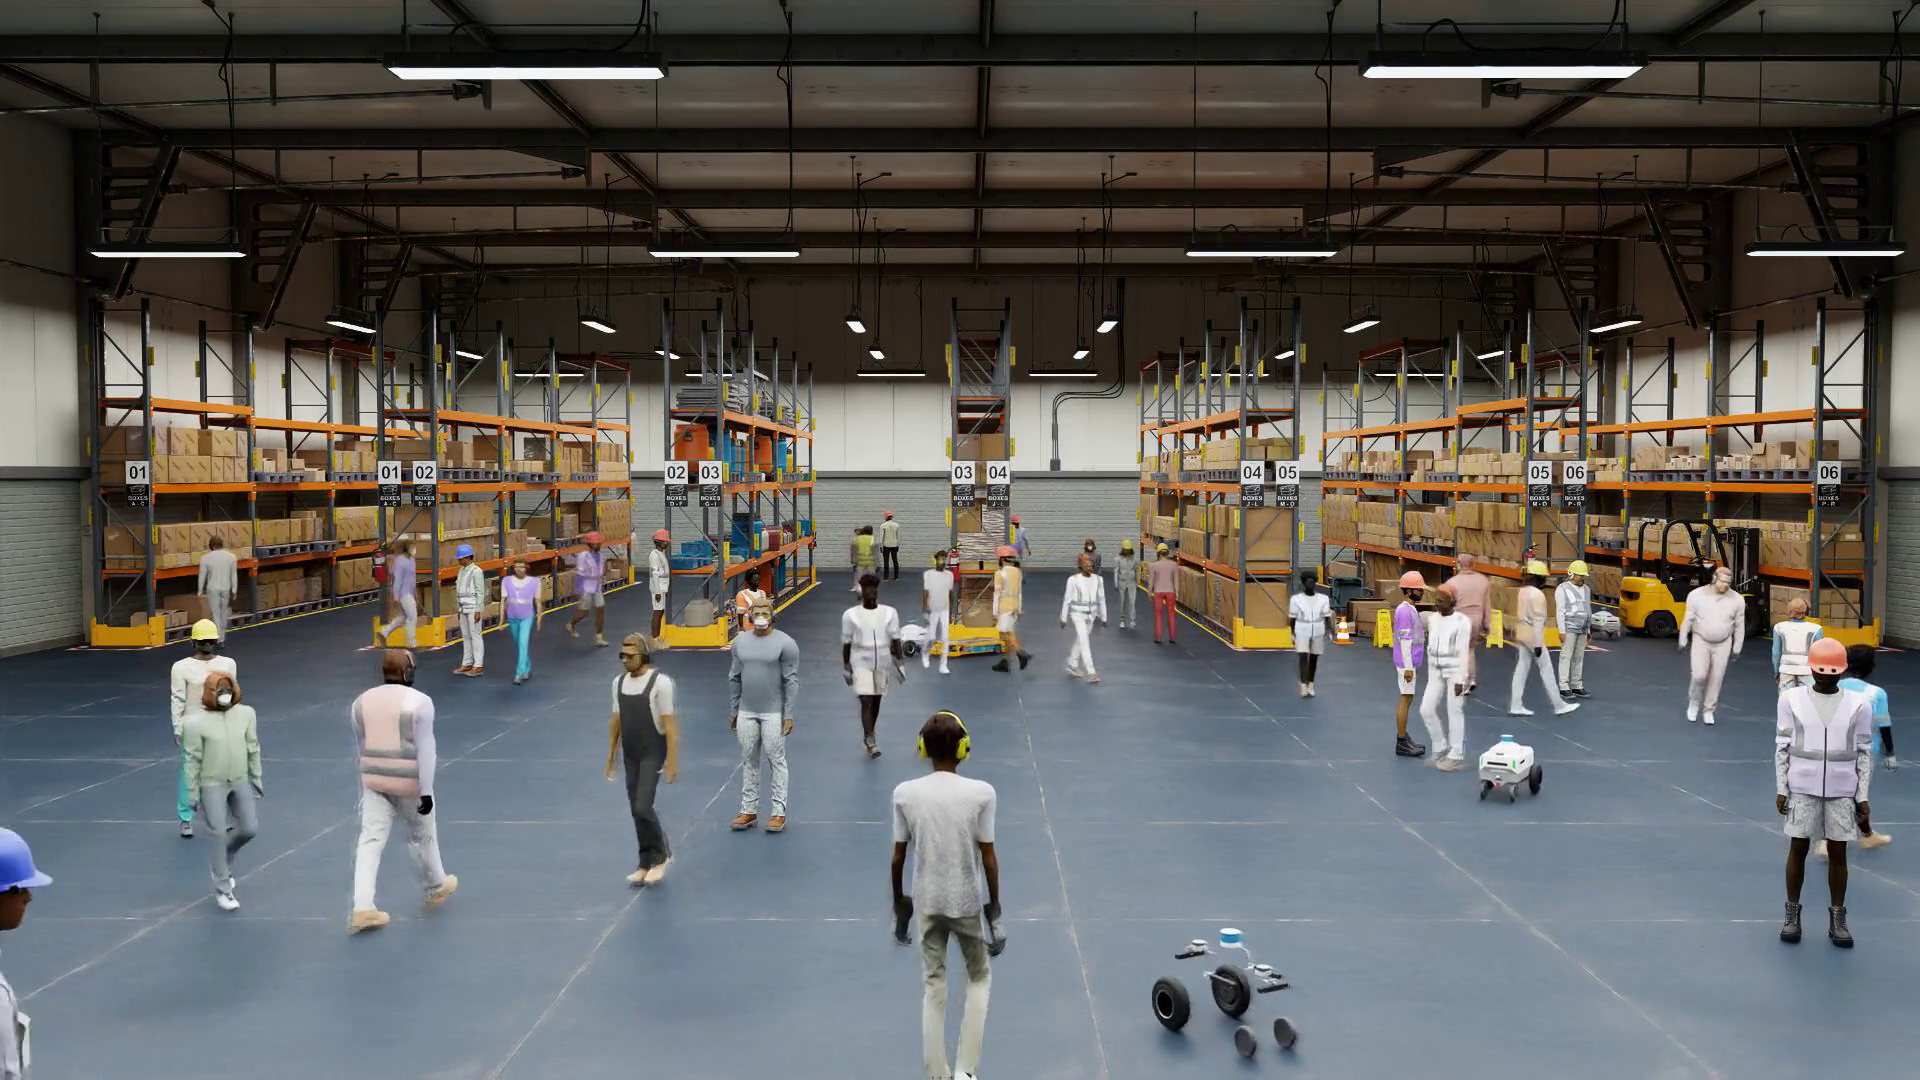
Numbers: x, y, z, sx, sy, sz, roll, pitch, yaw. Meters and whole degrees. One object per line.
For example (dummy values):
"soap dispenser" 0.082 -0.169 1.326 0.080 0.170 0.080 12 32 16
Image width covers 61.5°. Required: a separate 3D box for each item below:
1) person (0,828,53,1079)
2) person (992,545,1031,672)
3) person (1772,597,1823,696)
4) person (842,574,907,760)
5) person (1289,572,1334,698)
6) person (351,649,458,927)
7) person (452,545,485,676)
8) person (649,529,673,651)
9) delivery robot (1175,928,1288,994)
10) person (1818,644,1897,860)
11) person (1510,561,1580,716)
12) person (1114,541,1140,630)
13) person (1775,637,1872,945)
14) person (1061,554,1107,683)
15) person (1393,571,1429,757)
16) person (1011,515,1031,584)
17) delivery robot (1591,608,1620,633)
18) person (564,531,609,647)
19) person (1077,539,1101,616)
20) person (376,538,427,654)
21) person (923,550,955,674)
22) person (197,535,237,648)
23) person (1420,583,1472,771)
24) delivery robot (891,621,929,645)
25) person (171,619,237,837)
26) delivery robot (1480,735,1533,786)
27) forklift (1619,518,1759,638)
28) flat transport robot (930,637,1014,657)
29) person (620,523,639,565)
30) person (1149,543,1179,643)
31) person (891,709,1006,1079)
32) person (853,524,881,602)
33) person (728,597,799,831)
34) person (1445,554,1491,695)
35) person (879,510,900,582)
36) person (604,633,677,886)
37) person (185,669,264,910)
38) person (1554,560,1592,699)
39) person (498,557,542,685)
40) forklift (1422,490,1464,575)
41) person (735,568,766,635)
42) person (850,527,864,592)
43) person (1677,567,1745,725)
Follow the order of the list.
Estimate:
"person" -2.818 1.799 4.769 0.942 1.900 0.640 -2 3 -39
"person" 0.767 1.030 24.123 0.714 1.916 0.551 2 3 42
"person" 8.934 1.435 17.205 0.512 1.642 0.312 2 3 42
"person" -0.904 1.313 16.921 0.630 1.914 0.994 -1 2 -19
"person" 4.641 1.261 21.294 0.547 1.655 0.828 0 2 -1
"person" -3.734 1.625 10.757 0.626 1.788 0.994 1 2 13
"person" -7.227 1.030 23.761 0.605 1.934 0.418 2 3 45
"person" -5.053 0.838 27.264 0.369 2.045 0.608 0 2 -1
"delivery robot" 1.418 2.164 8.483 0.335 0.223 0.698 -1 3 -31
"person" 6.900 1.622 12.424 0.887 1.646 0.548 -1 2 -20
"person" 7.117 1.211 19.731 0.843 1.890 0.600 0 2 -7
"person" 3.201 0.864 30.982 0.500 1.690 0.943 0 2 -1
"person" 5.449 1.573 10.196 0.543 1.928 0.370 1 2 22
"person" 1.786 1.105 23.335 0.635 1.833 1.025 -1 3 -27
"person" 4.770 1.294 17.084 0.358 1.937 0.548 1 2 18
"person" 1.558 0.255 44.118 0.645 1.878 1.004 -1 2 -20
"delivery robot" 11.643 1.469 29.208 0.477 0.478 0.707 0 2 -2
"person" -6.470 0.834 27.965 0.890 2.006 0.632 2 3 34
"person" 2.707 0.782 33.742 0.507 1.631 0.266 0 2 -5
"person" -9.276 0.922 26.779 0.778 1.914 0.629 0 2 -6
"person" -0.346 1.058 24.164 0.547 1.844 0.694 -1 2 -21
"person" -12.762 0.881 27.726 0.499 1.937 0.635 2 3 40
"person" 4.838 1.364 16.097 0.442 1.869 0.589 -1 3 -30
"delivery robot" -0.796 1.573 26.585 0.707 0.478 0.477 -2 3 -42
"person" -6.201 1.530 13.285 0.330 1.767 0.528 2 3 45
"delivery robot" 5.035 2.038 14.867 0.477 0.478 0.707 1 3 32
"forklift" 13.417 0.684 29.791 2.313 2.155 1.214 0 2 0
"flat transport robot" 0.178 1.756 26.658 1.431 0.197 0.652 -2 3 -40
"person" -9.273 0.320 45.467 0.522 1.612 0.530 2 3 43
"person" 3.590 0.938 28.392 0.551 1.755 0.368 0 2 -7
"person" -0.047 1.715 7.508 0.569 1.853 0.470 0 2 12
"person" -2.129 0.555 37.022 0.656 1.830 0.434 0 2 12
"person" -1.645 1.439 13.430 0.629 1.940 0.372 1 2 20
"person" 6.772 1.130 21.756 0.679 1.887 0.540 -1 2 -13
"person" -1.979 0.160 45.124 0.622 1.987 0.414 -1 3 -27
"person" -2.285 1.568 11.570 0.528 1.824 0.448 1 3 33
"person" -5.053 1.686 11.059 0.456 1.620 0.525 2 3 39
"person" 8.146 1.179 21.378 0.586 1.826 0.403 -1 3 -30
"person" -6.239 1.129 23.028 0.559 1.802 0.990 0 2 5
"forklift" 13.926 -0.371 47.846 1.873 2.768 1.129 0 2 0
"person" -2.805 1.225 21.803 0.320 1.698 0.531 2 3 37
"person" -2.546 0.501 40.792 0.511 1.638 0.308 1 3 29
"person" 8.879 1.246 19.080 0.727 1.872 0.439 1 2 16
